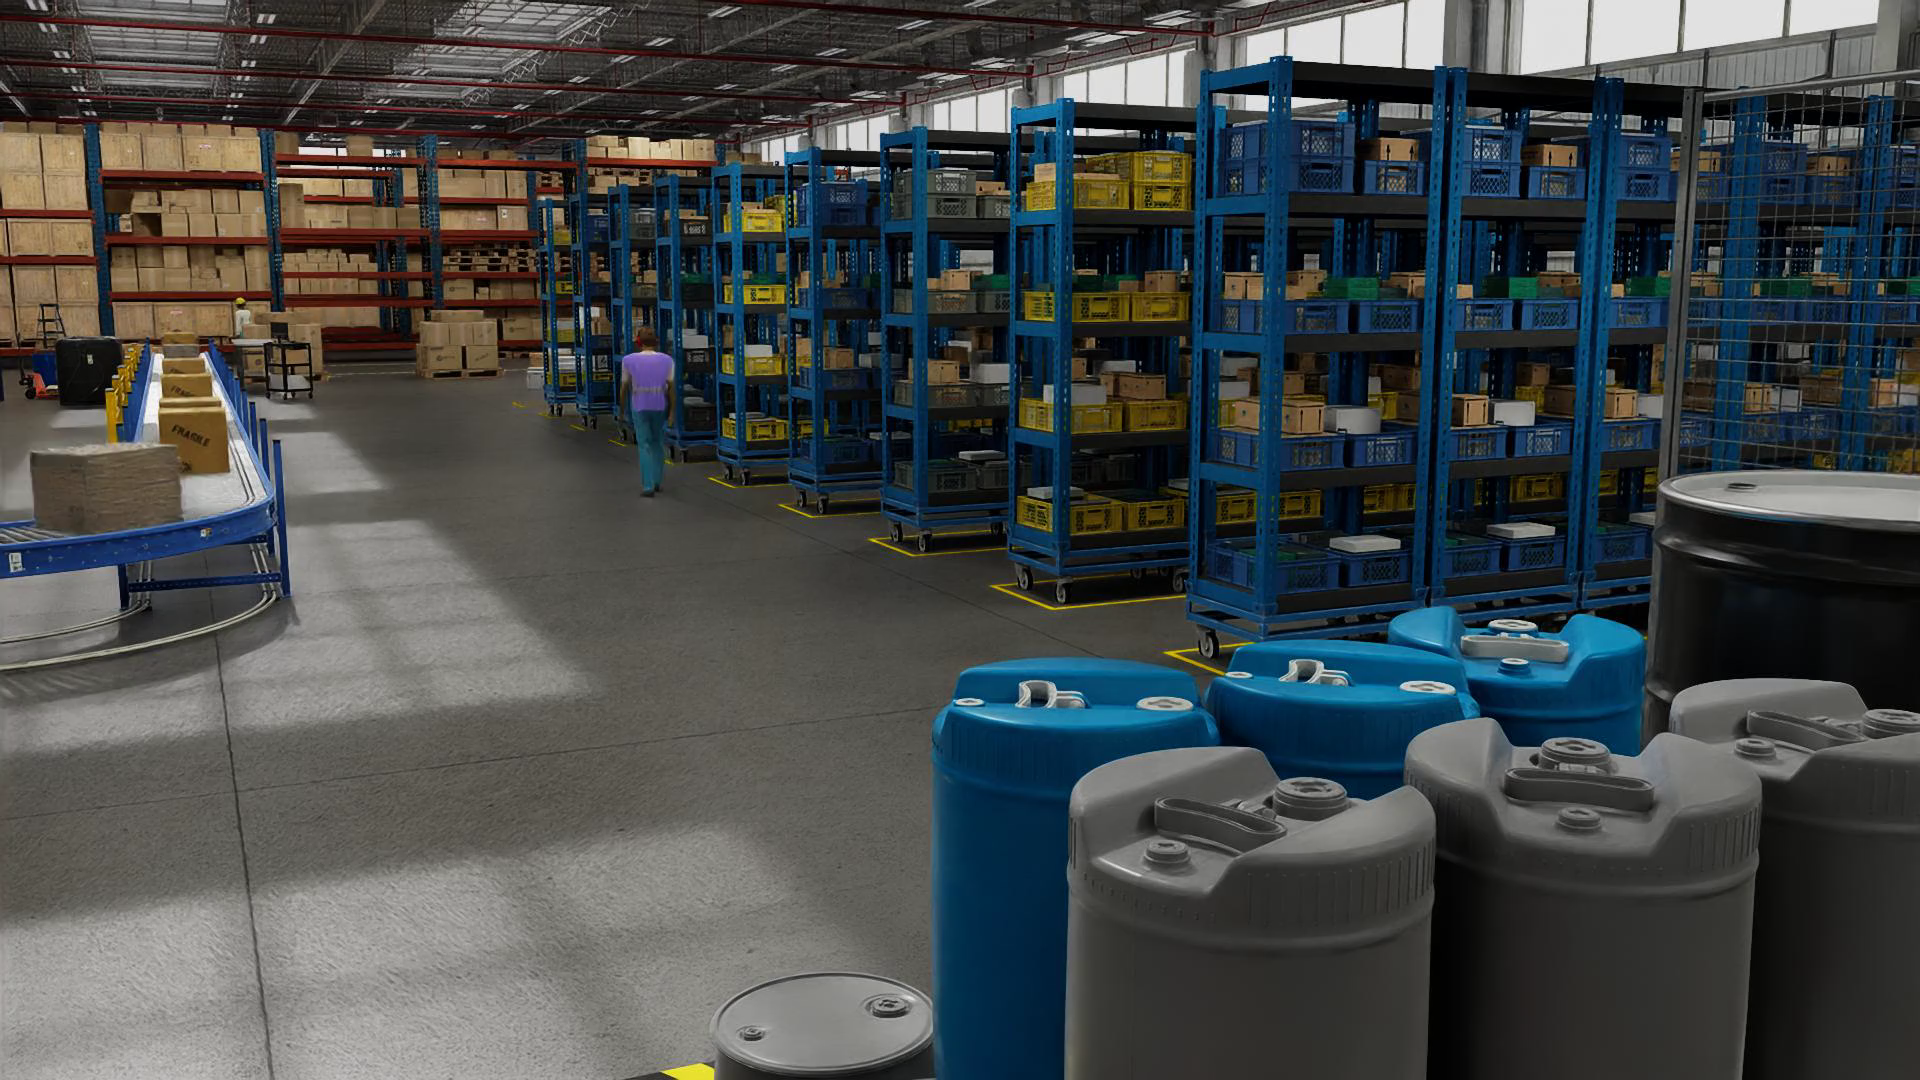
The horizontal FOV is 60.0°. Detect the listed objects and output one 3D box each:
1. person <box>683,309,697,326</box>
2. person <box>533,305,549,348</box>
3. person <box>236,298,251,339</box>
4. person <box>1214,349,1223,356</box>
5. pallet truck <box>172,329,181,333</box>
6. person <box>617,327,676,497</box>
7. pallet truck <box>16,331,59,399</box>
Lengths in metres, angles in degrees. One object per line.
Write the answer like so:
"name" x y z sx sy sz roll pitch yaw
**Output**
"person" -6.937 -5.494 42.942 0.626 1.988 0.432 -1 9 -6
"person" -12.614 -6.626 50.142 0.625 1.931 0.503 3 10 20
"person" -18.313 -5.311 42.526 0.346 1.762 0.524 3 10 17
"person" 3.378 -1.826 20.824 0.593 1.782 0.911 0 9 -1
"pallet truck" -17.275 -3.851 35.096 1.601 1.201 0.680 0 9 1
"person" -3.400 -1.388 17.995 0.588 1.816 0.799 -4 10 -24
"pallet truck" -17.082 -3.353 31.781 1.630 1.274 0.653 -4 10 -25
